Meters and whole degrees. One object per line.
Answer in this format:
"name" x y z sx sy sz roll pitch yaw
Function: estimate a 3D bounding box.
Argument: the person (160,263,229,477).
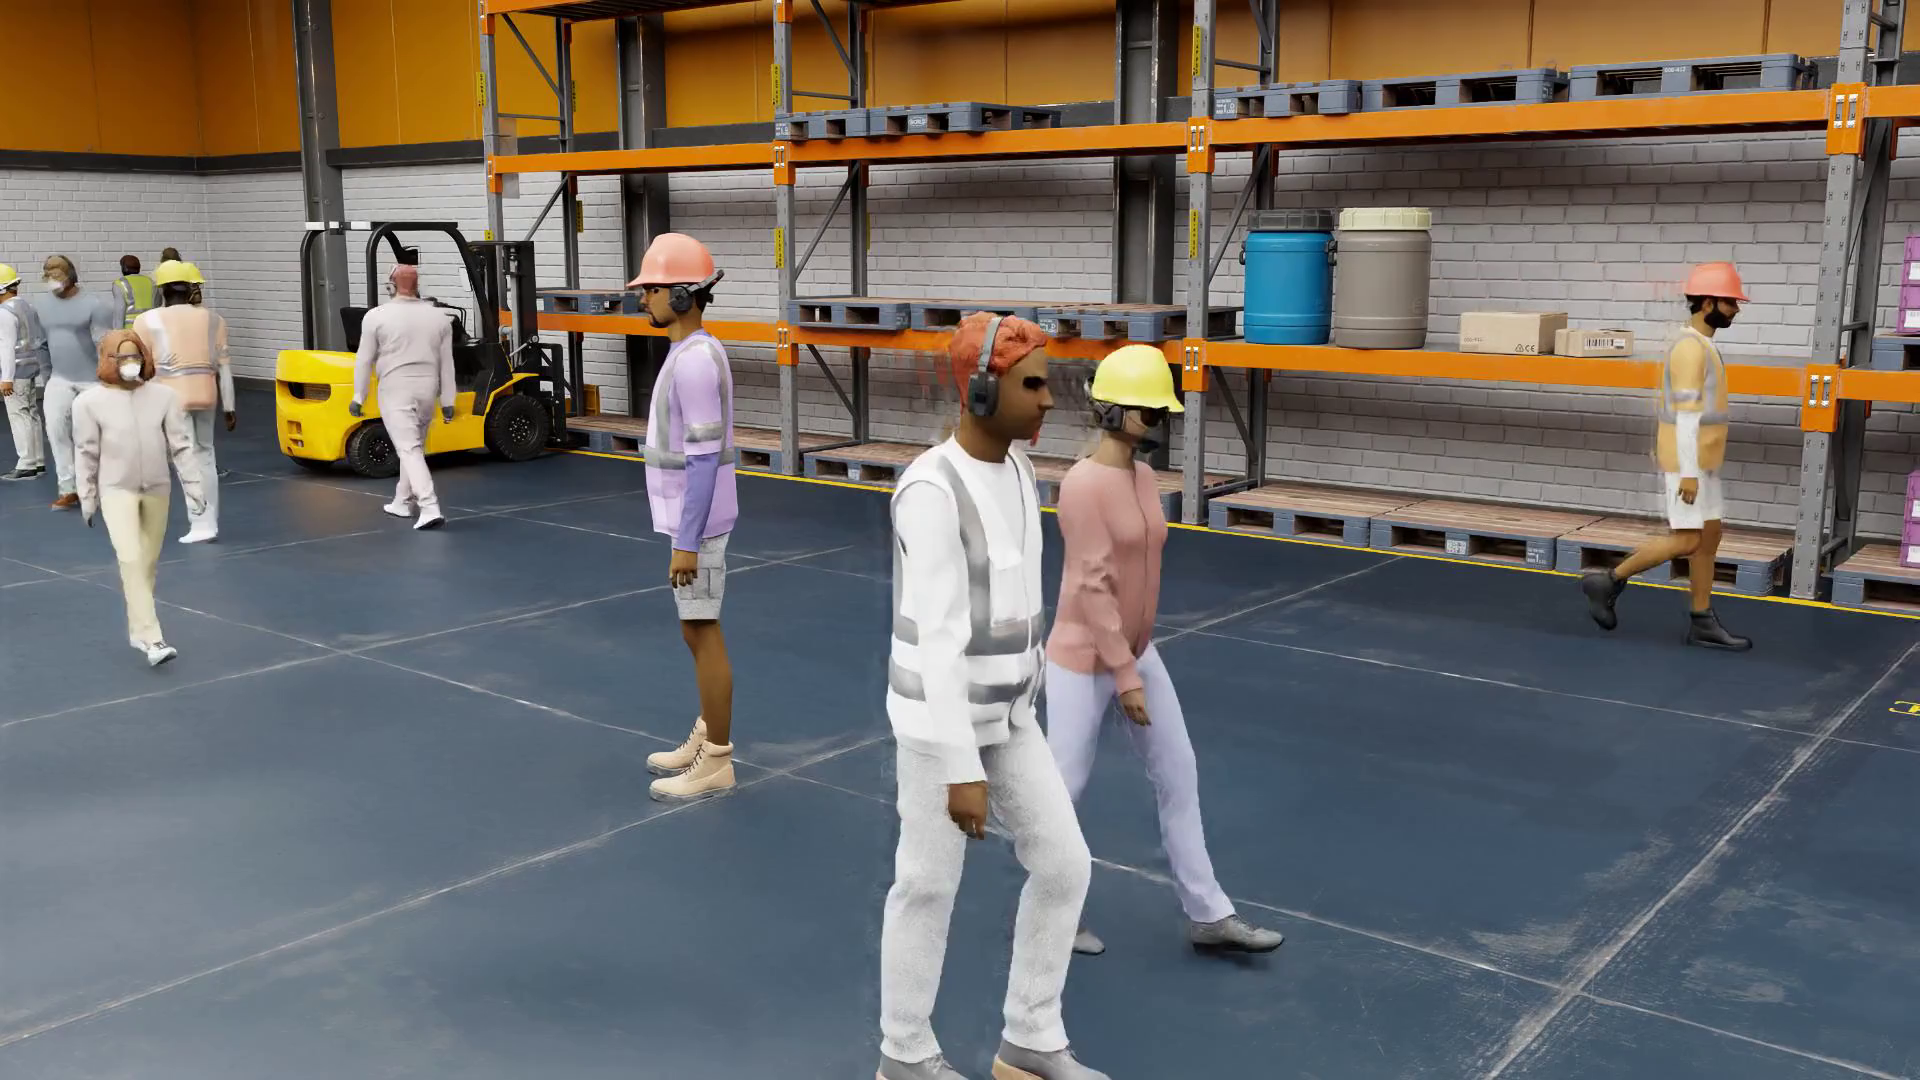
"person" -6.467 -1.414 14.044 0.404 1.833 0.590 1 10 6

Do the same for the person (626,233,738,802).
"person" -0.994 -0.074 6.036 0.374 2.044 0.605 -2 10 -10

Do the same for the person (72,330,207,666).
"person" -3.885 -0.195 7.947 0.818 1.597 0.503 8 13 38

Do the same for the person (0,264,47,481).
"person" -8.012 -1.417 14.090 0.403 1.826 0.596 -3 11 -15

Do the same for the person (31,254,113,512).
"person" -6.631 -1.170 12.469 0.660 1.904 0.731 0 10 1

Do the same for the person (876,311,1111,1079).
"person" 0.092 0.430 3.733 0.705 1.857 0.594 6 12 30

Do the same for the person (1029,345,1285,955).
"person" 0.519 0.346 4.550 0.825 1.730 0.532 7 13 35

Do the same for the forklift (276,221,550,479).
"forklift" -4.922 -1.741 14.854 1.214 2.155 2.313 8 13 38

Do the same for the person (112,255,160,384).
"person" -10.125 -2.571 20.427 0.429 1.842 0.637 4 11 23

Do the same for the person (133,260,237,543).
"person" -5.217 -0.924 11.223 0.682 1.891 0.607 10 14 43

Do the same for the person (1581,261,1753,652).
"person" 3.560 -0.409 8.220 0.734 1.920 0.561 7 12 32

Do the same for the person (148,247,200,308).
"person" -9.977 -2.755 21.183 0.637 1.936 0.355 -8 13 -38

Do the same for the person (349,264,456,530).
"person" -3.914 -1.017 11.798 1.013 1.861 0.656 9 14 41
